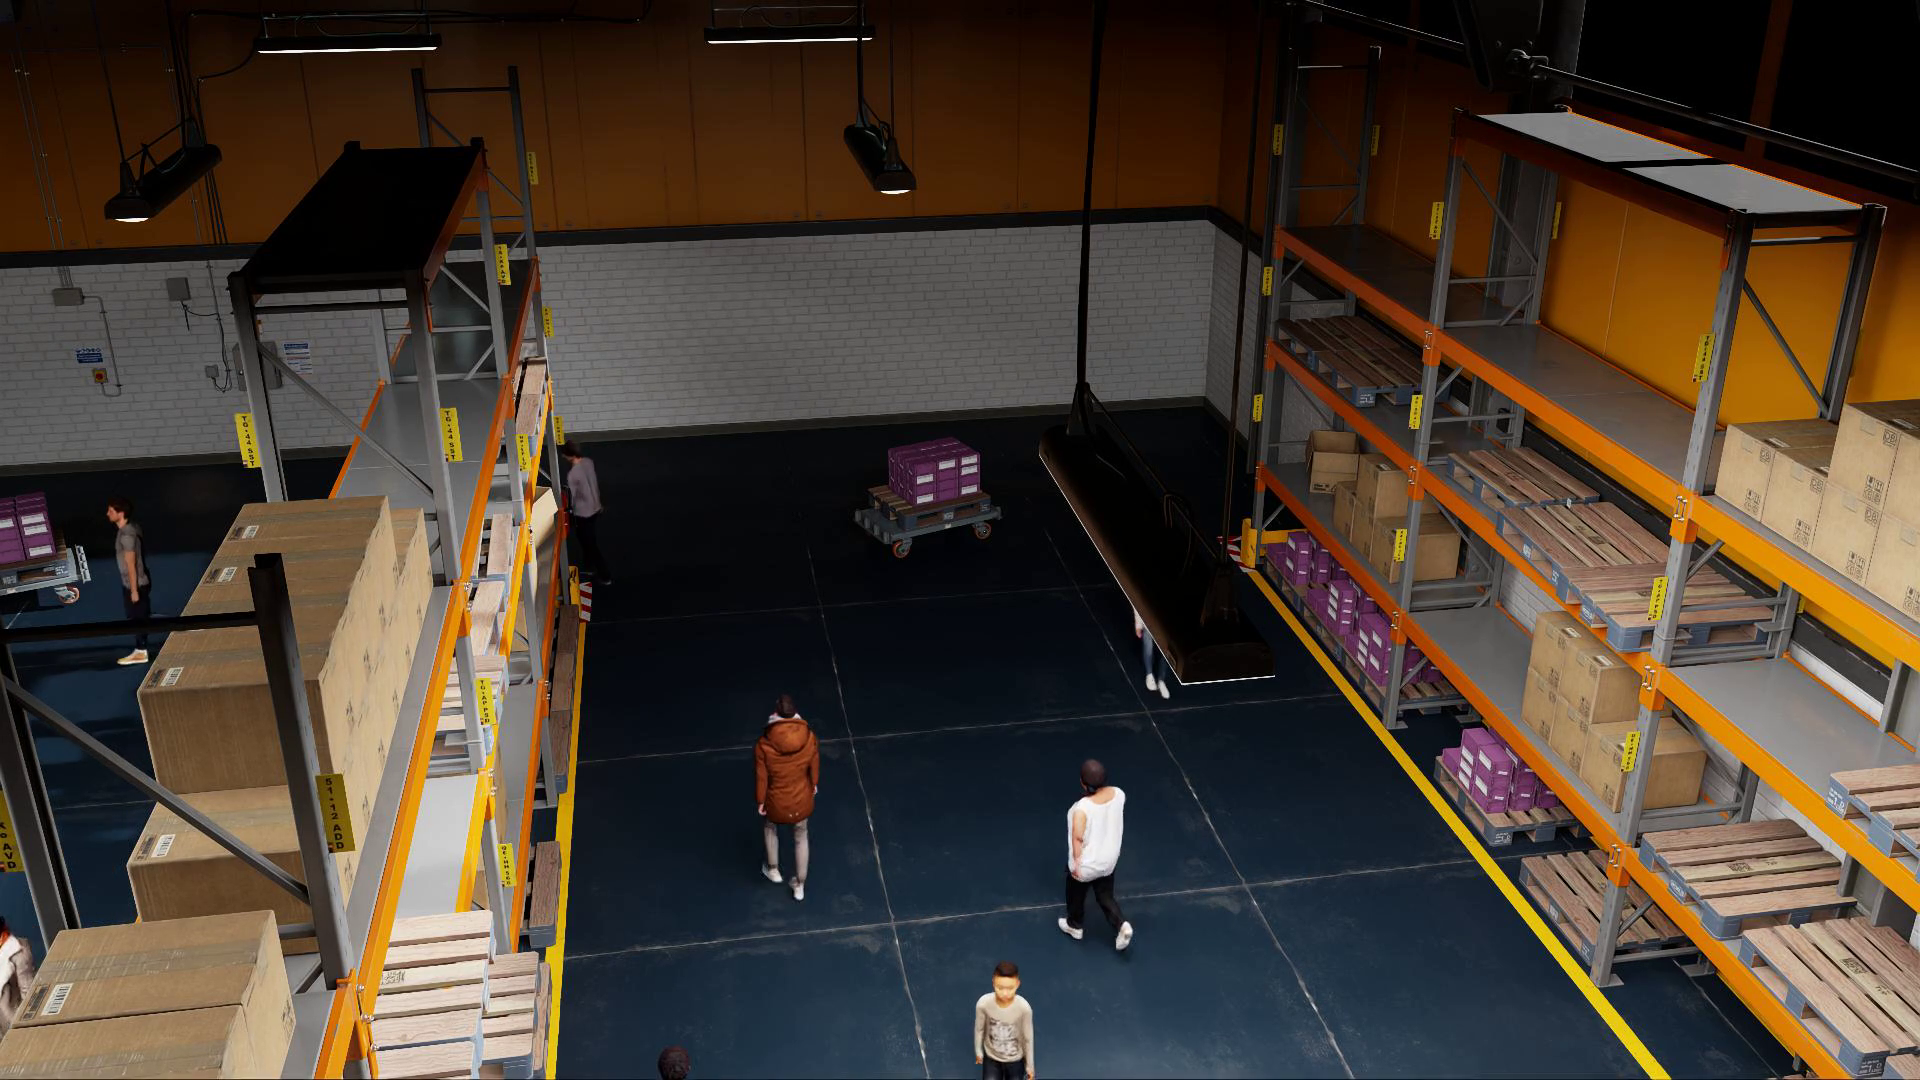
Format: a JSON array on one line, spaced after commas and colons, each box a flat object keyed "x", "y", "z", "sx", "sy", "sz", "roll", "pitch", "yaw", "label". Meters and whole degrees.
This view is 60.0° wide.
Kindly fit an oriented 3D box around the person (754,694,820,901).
[{"x": -1.385, "y": 2.135, "z": 13.536, "sx": 0.797, "sy": 1.818, "sz": 0.870, "roll": -8, "pitch": 25, "yaw": -18, "label": "person"}]

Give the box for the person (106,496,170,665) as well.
[{"x": -8.523, "y": 0.421, "z": 17.379, "sx": 0.947, "sy": 1.880, "sz": 1.082, "roll": -12, "pitch": 26, "yaw": -26, "label": "person"}]

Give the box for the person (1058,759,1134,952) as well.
[{"x": 1.060, "y": 2.471, "z": 12.956, "sx": 0.901, "sy": 1.666, "sz": 1.064, "roll": -17, "pitch": 29, "yaw": -33, "label": "person"}]

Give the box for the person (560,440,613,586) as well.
[{"x": -4.225, "y": -0.300, "z": 19.119, "sx": 0.967, "sy": 1.807, "sz": 0.919, "roll": 9, "pitch": 25, "yaw": 20, "label": "person"}]

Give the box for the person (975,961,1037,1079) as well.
[{"x": 0.309, "y": 3.394, "z": 11.117, "sx": 0.629, "sy": 1.449, "sz": 0.682, "roll": 1, "pitch": 24, "yaw": 2, "label": "person"}]
